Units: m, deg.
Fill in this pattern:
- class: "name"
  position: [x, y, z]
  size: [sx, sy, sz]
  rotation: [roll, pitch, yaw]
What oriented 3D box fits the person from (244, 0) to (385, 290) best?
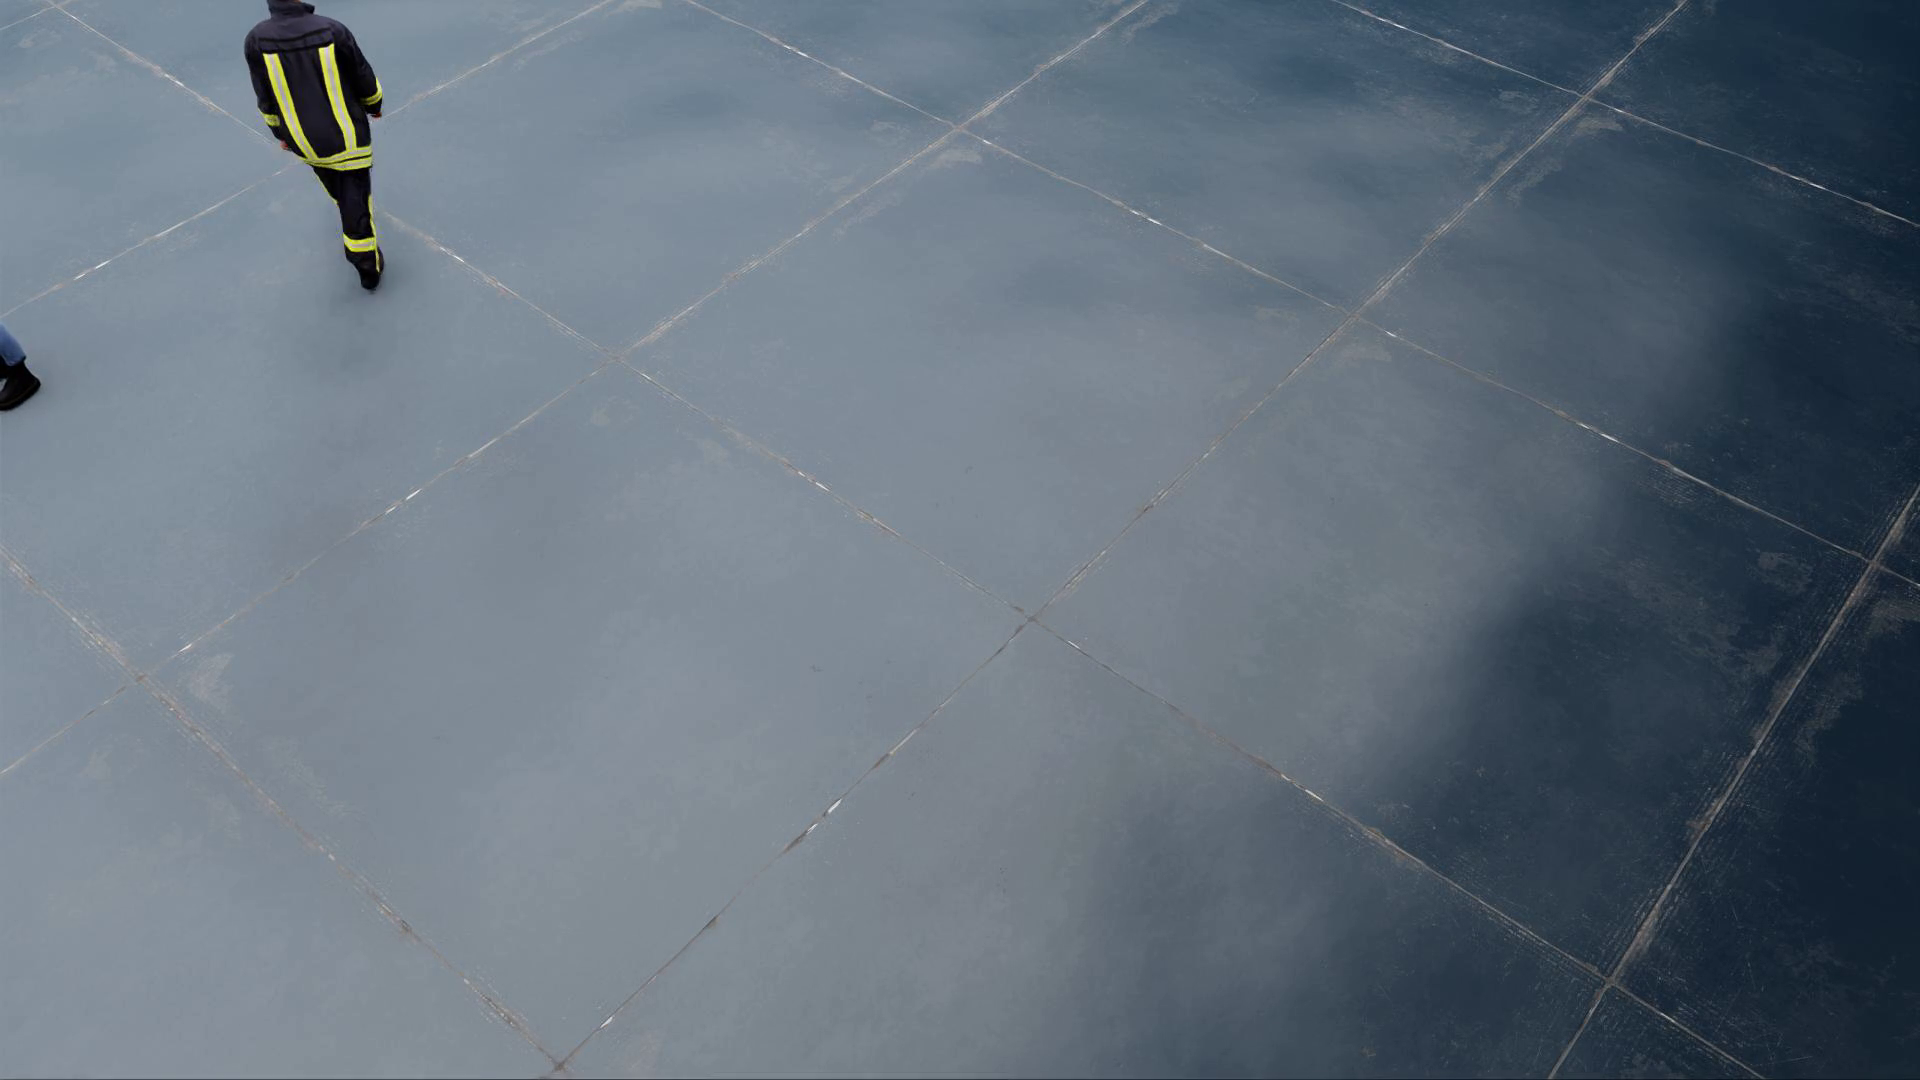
- class: "person"
  position: [-3.525, -2.252, 9.251]
  size: [1.261, 1.875, 1.298]
  rotation: [-6, 48, -5]
